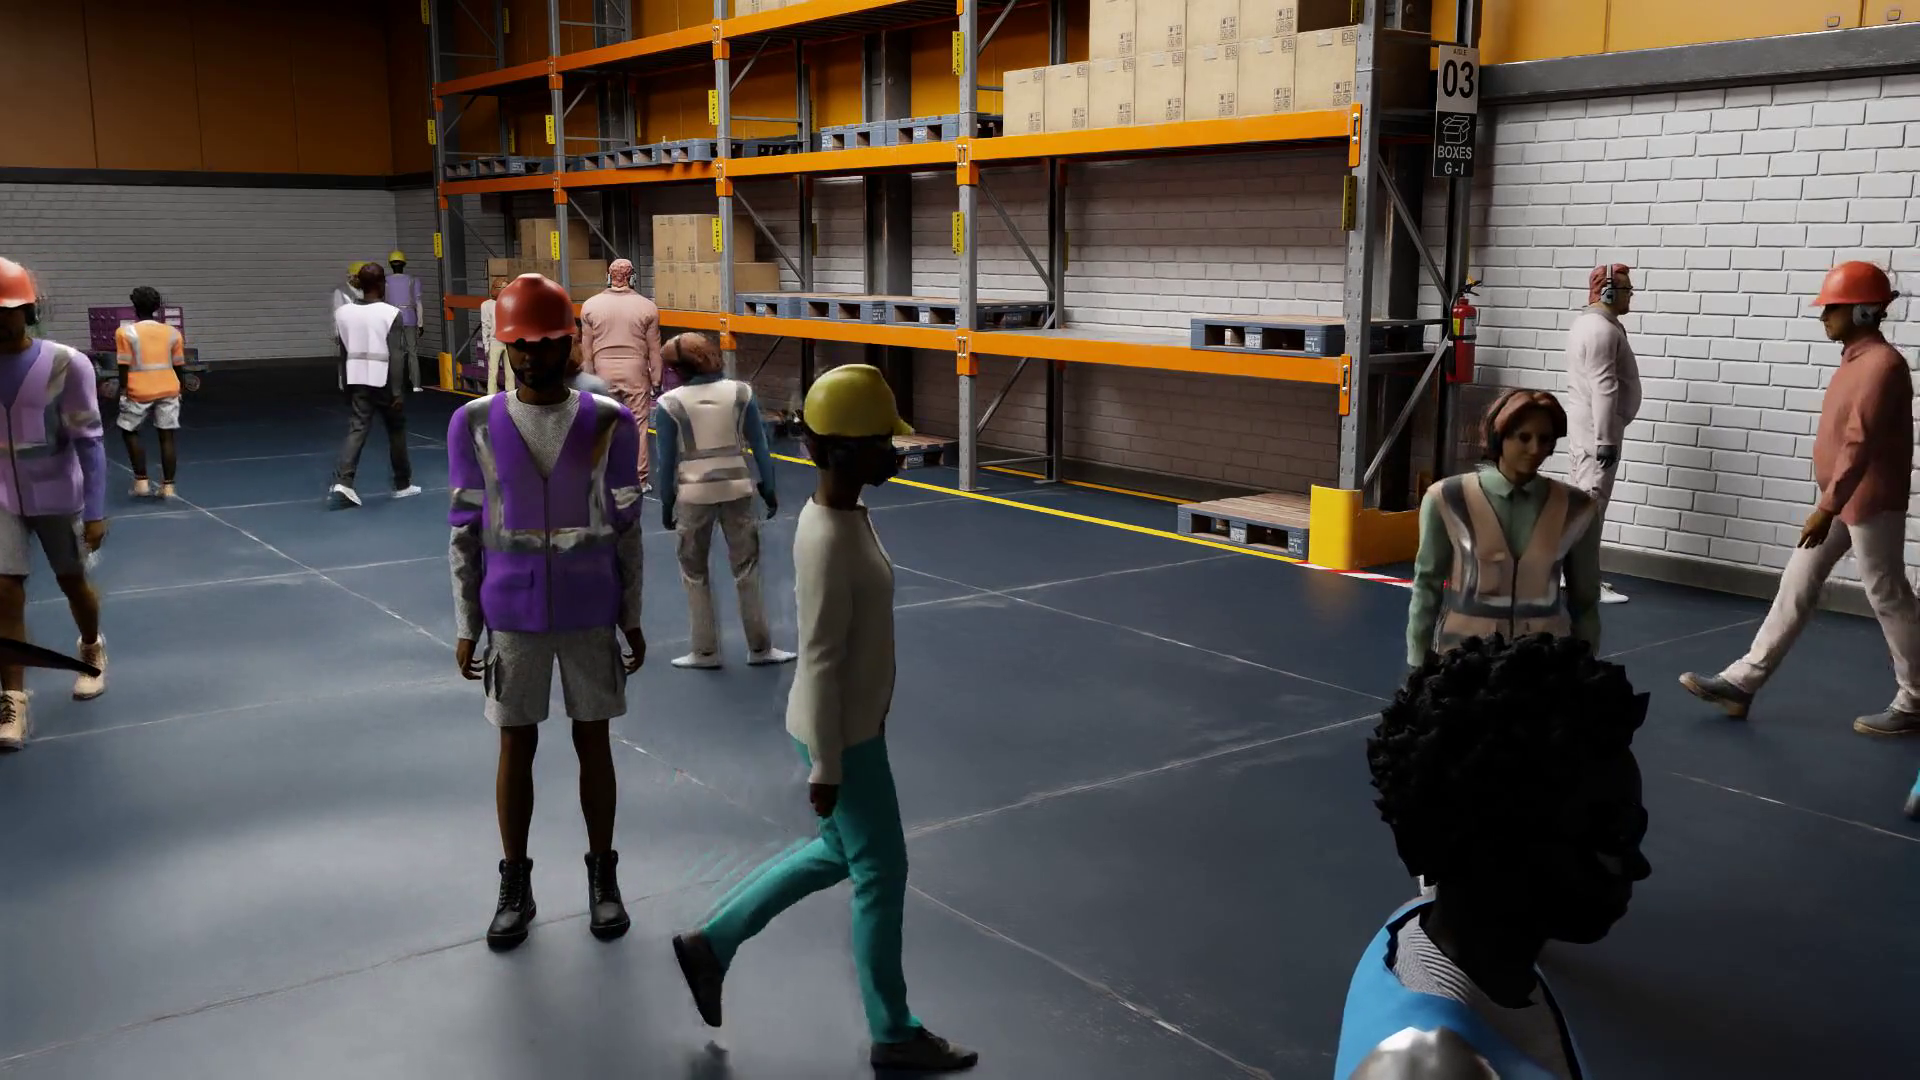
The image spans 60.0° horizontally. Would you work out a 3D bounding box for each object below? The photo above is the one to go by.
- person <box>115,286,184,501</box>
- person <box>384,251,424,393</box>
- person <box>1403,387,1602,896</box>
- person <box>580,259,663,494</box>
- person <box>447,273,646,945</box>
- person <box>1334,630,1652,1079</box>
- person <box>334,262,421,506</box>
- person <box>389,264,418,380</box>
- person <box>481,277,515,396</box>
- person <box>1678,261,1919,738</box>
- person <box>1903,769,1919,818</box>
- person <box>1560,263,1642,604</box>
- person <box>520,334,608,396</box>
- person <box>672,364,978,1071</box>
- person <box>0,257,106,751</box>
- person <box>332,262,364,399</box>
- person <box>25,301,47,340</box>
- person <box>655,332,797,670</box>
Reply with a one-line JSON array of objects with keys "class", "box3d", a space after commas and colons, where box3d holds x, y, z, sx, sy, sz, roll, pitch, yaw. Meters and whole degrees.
[{"class": "person", "box3d": [-6.384, -1.148, 13.085, 0.483, 1.683, 0.556, 8, 13, 38]}, {"class": "person", "box3d": [-7.548, -2.936, 22.473, 0.585, 1.920, 0.373, -3, 11, -18]}, {"class": "person", "box3d": [1.530, 0.374, 4.742, 0.540, 1.624, 0.439, 1, 10, 5]}, {"class": "person", "box3d": [-2.719, -1.309, 13.434, 0.647, 1.901, 0.402, -1, 10, -3]}, {"class": "person", "box3d": [-1.181, 0.210, 4.803, 0.551, 1.936, 0.357, -2, 10, -13]}, {"class": "person", "box3d": [0.449, 0.911, 1.548, 0.317, 1.695, 0.540, 3, 11, 15]}, {"class": "person", "box3d": [-4.592, -1.216, 12.958, 0.598, 1.881, 0.977, 2, 10, 13]}, {"class": "person", "box3d": [-8.281, -3.295, 24.624, 0.511, 1.872, 0.328, -1, 10, -8]}, {"class": "person", "box3d": [-5.399, -2.278, 19.614, 0.496, 1.629, 0.277, -9, 13, -41]}, {"class": "person", "box3d": [3.580, -0.157, 6.821, 1.011, 1.936, 0.629, 2, 10, 11]}, {"class": "person", "box3d": [3.570, 0.130, 5.612, 0.536, 1.852, 0.599, 0, 10, -2]}, {"class": "person", "box3d": [3.648, -0.607, 9.468, 0.408, 1.909, 0.638, 2, 10, 9]}, {"class": "person", "box3d": [-2.040, -0.315, 8.629, 0.516, 1.631, 0.280, 2, 10, 8]}, {"class": "person", "box3d": [-0.335, 0.443, 4.019, 0.690, 1.747, 0.529, -1, 10, -3]}, {"class": "person", "box3d": [-3.883, -0.194, 6.995, 0.618, 1.977, 1.128, -2, 10, -13]}, {"class": "person", "box3d": [-7.779, -2.697, 21.524, 0.858, 1.770, 0.698, 8, 13, 37]}, {"class": "person", "box3d": [-11.709, -2.487, 20.855, 0.507, 1.607, 0.736, -8, 13, -39]}, {"class": "person", "box3d": [-1.111, -0.183, 7.939, 0.660, 1.609, 0.329, -4, 11, -22]}]
